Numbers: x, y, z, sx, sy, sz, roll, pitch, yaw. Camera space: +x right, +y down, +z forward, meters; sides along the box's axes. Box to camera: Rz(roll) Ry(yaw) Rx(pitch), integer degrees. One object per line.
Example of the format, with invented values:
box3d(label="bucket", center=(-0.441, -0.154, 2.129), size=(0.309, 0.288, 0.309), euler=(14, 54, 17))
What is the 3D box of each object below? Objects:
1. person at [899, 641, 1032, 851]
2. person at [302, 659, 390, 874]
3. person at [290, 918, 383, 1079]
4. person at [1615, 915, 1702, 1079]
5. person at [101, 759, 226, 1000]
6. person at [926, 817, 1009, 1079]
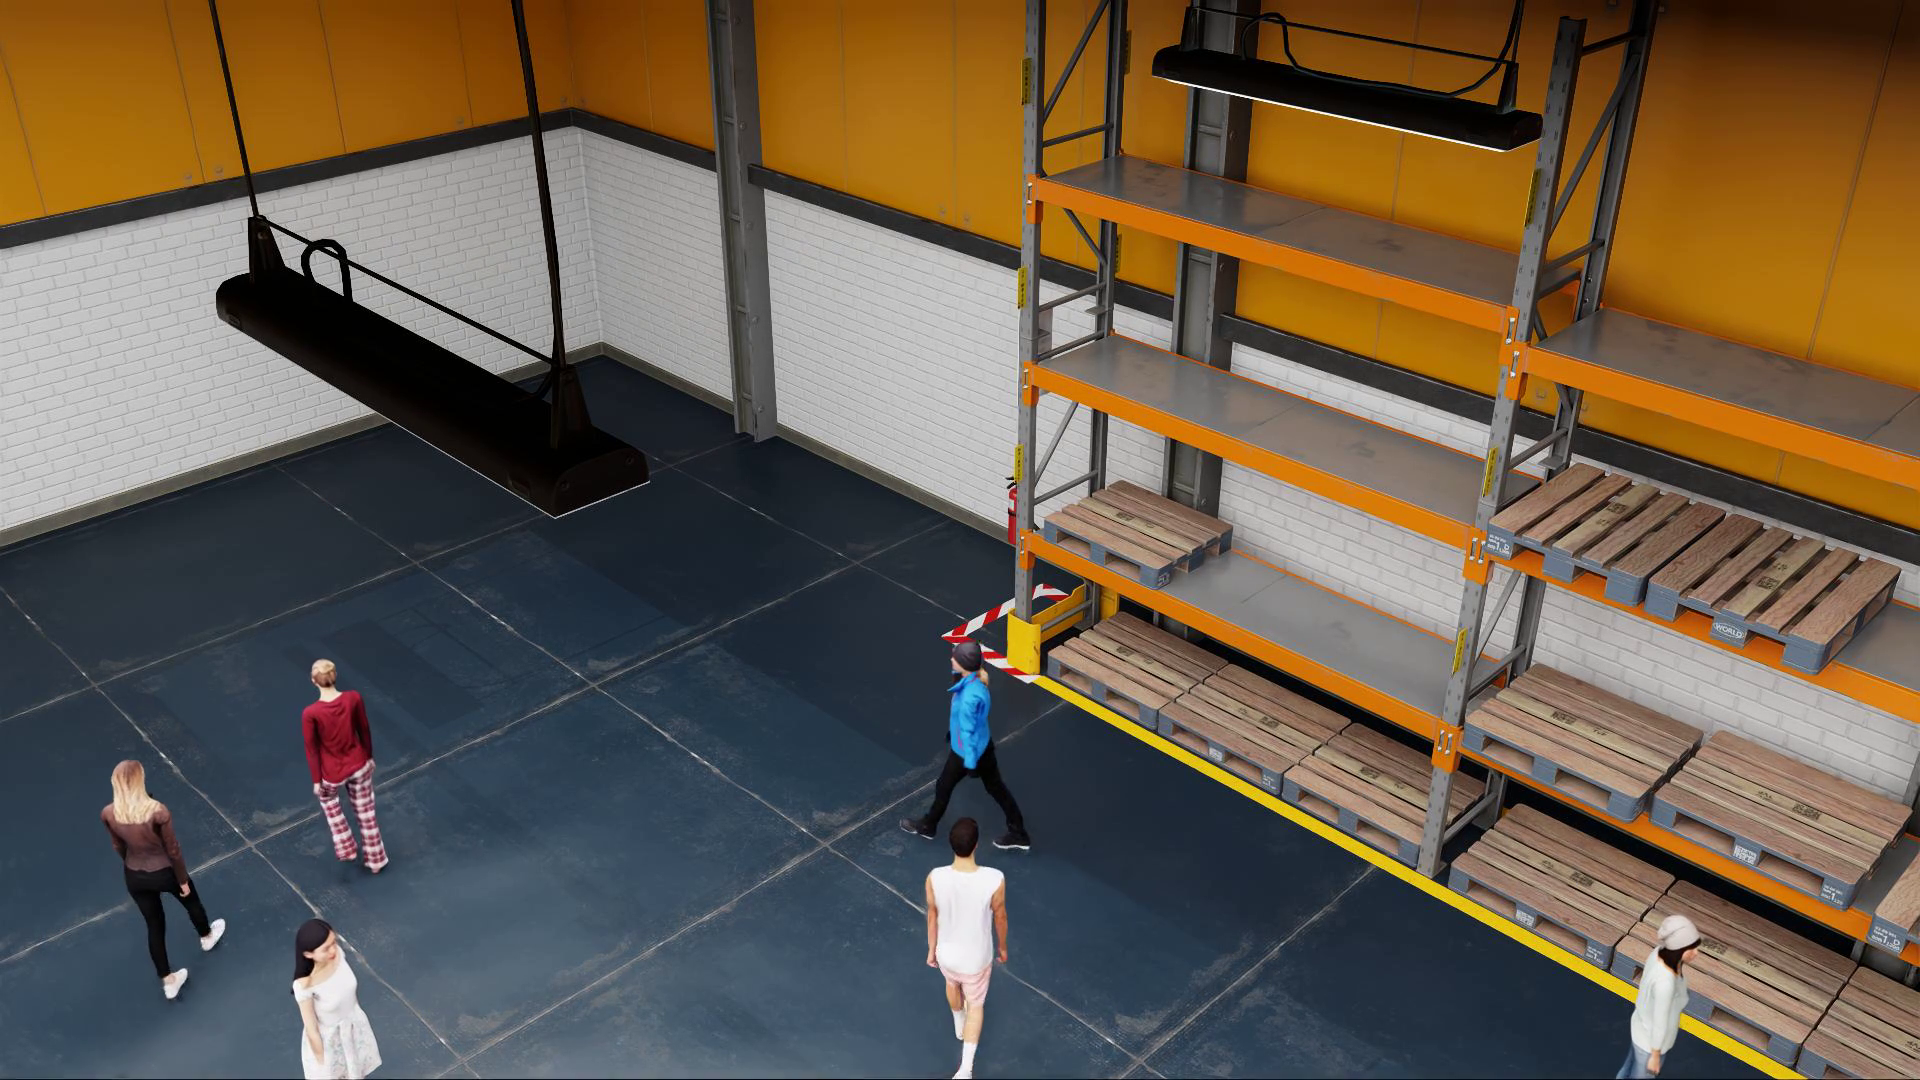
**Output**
box3d(label="person", center=(0.178, 1.513, 11.801), size=(1.286, 1.743, 1.016), euler=(8, 30, 14))
box3d(label="person", center=(-4.319, 1.616, 11.677), size=(0.652, 1.680, 0.716), euler=(-23, 36, -35))
box3d(label="person", center=(-3.488, 2.840, 9.333), size=(0.798, 1.777, 0.766), euler=(7, 29, 13))
box3d(label="person", center=(3.956, 2.814, 9.516), size=(0.637, 1.647, 0.637), euler=(9, 30, 16))
box3d(label="person", center=(-5.172, 2.208, 10.601), size=(0.958, 1.672, 1.020), euler=(-1, 29, -1))
box3d(label="person", center=(0.011, 2.503, 9.969), size=(1.113, 1.759, 1.119), euler=(4, 29, 7))
